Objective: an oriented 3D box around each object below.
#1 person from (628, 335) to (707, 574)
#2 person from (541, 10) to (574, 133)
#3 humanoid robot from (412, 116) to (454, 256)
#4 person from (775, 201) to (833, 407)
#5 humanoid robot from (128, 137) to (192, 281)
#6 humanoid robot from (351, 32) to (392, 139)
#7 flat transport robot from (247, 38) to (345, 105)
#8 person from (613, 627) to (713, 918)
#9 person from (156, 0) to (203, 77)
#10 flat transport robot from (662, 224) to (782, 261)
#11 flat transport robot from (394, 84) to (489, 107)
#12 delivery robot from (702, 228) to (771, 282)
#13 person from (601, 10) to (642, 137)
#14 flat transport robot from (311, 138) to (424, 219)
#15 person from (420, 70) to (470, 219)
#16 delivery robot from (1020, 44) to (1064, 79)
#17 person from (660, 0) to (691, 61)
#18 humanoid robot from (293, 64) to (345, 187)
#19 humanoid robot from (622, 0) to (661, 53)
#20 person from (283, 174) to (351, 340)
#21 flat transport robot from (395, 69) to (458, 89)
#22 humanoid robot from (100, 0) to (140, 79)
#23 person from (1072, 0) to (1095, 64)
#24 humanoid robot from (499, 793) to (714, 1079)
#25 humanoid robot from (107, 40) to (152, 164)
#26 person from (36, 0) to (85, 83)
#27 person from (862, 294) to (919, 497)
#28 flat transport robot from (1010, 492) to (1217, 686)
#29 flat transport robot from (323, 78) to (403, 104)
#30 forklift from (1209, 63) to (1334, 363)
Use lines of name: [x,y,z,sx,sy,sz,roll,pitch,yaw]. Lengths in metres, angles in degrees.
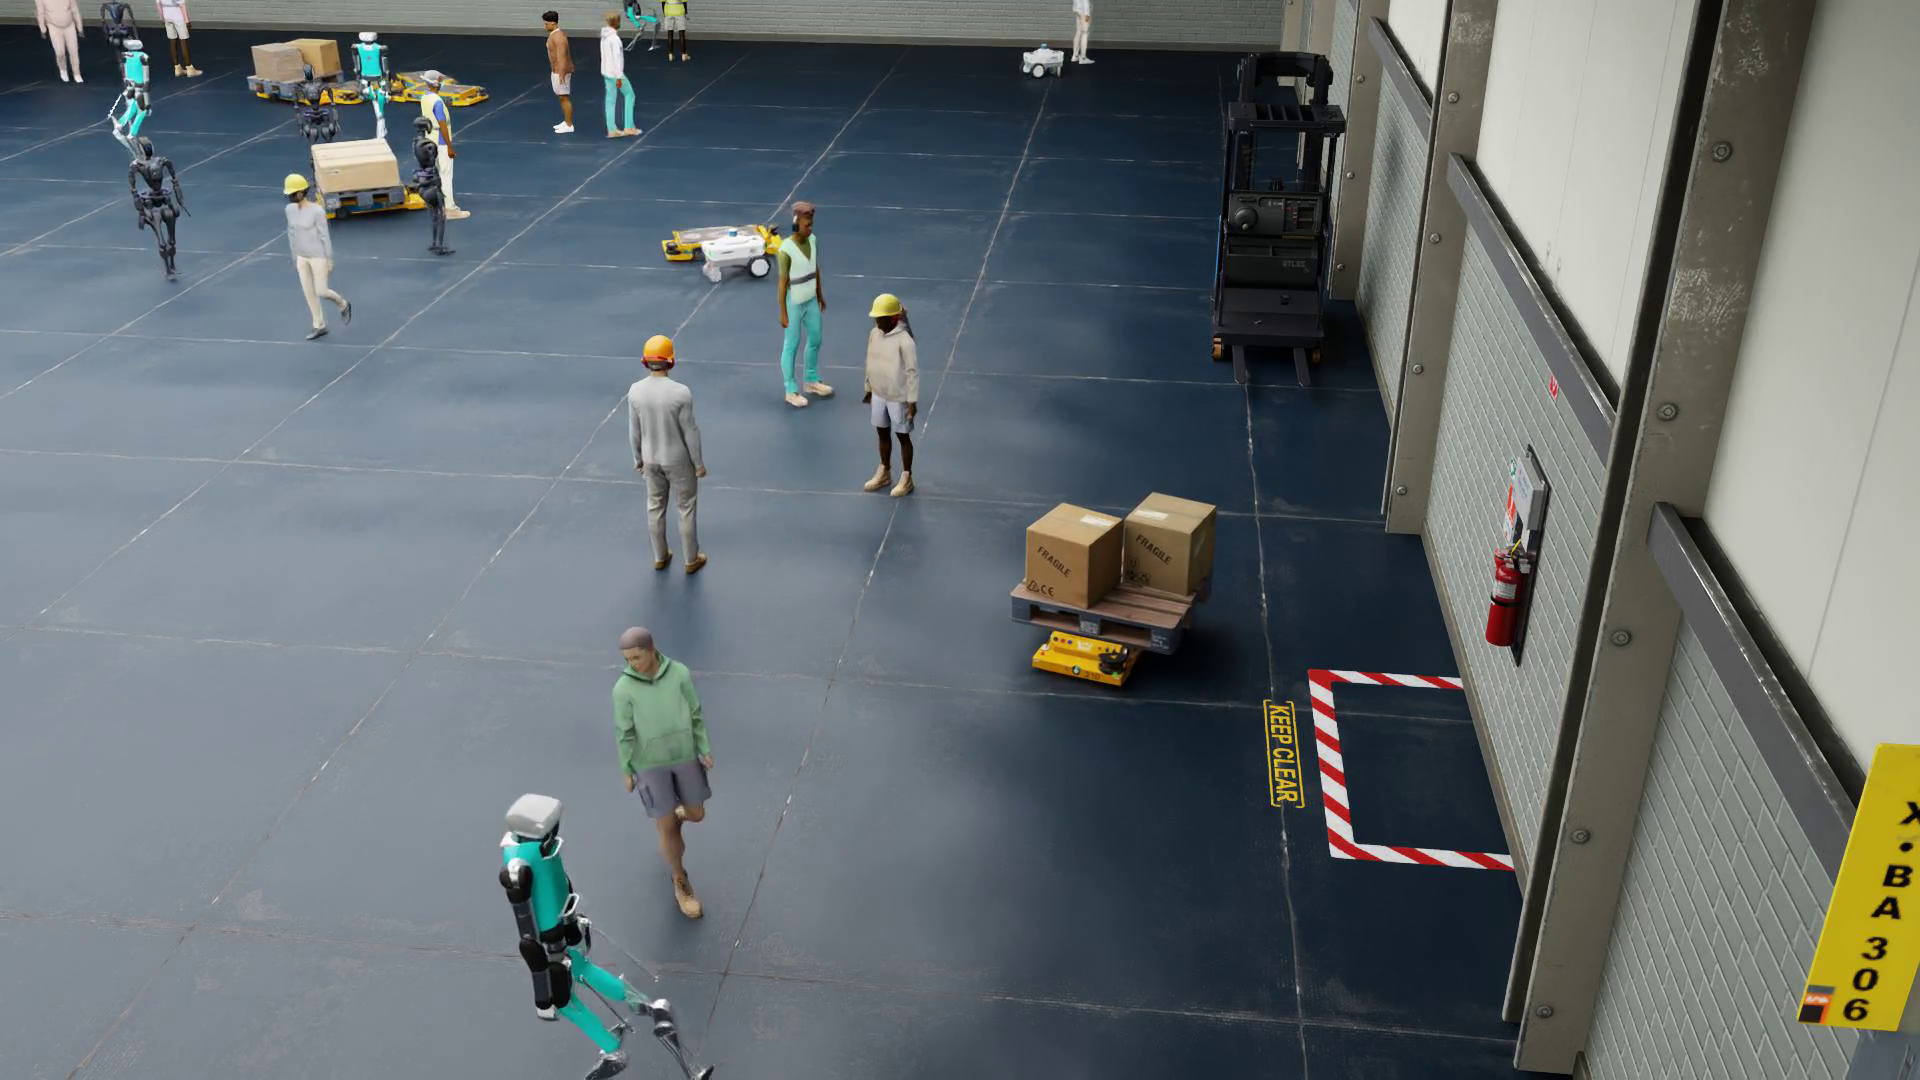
person: [-2.215,-0.632,12.601,0.590,1.884,0.395,7,27,13]
person: [-6.250,-7.333,26.024,0.419,1.843,0.788,-11,29,-20]
humanoid robot: [-6.430,-4.306,20.164,0.323,1.643,0.585,-19,32,-33]
person: [-1.512,-2.256,15.755,0.443,1.973,0.582,15,30,28]
humanoid robot: [-9.236,-3.849,19.264,0.583,1.642,0.590,22,34,36]
humanoid robot: [-8.825,-6.847,25.194,0.561,1.730,1.055,-3,27,-6]
flat transport robot: [-11.258,-7.642,28.395,1.431,0.231,0.659,15,30,27]
person: [-1.608,1.218,9.094,0.496,1.703,0.609,-13,29,-24]
person: [-14.090,-9.375,29.885,0.604,2.036,0.385,9,28,18]
flat transport robot: [-2.915,-3.652,20.429,1.431,0.231,0.659,-6,27,-13]
flat transport robot: [-8.805,-7.559,28.228,1.431,0.231,0.659,8,28,15]
delivery robot: [-2.633,-3.360,19.513,0.764,0.582,0.499,-11,29,-21]
person: [-5.255,-7.193,25.690,0.662,1.888,0.485,-20,33,-34]
flat transport robot: [-7.918,-4.494,22.110,1.431,0.231,0.659,-12,29,-22]
person: [-6.722,-5.108,21.527,0.400,1.893,0.520,-20,33,-34]
delivery robot: [1.494,-8.655,30.106,0.772,0.601,0.525,-12,29,-22]
person: [-5.354,-9.879,31.266,0.534,1.696,0.318,4,27,8]
humanoid robot: [-8.868,-5.746,23.033,0.600,1.656,0.332,-11,28,-20]
humanoid robot: [-6.095,-10.126,31.715,1.022,1.709,0.548,-19,32,-33]
person: [-6.771,-2.988,17.444,0.536,1.746,0.480,11,28,20]
flat transport robot: [-9.319,-7.992,29.093,0.659,0.231,1.431,-18,32,-32]
humanoid robot: [-14.783,-8.906,29.342,0.591,1.649,0.399,-3,27,-7]
person: [2.288,-9.861,31.041,0.403,1.871,0.513,-9,28,-18]
humanoid robot: [-1.555,1.956,7.620,0.946,1.781,0.549,2,27,3]
humanoid robot: [-12.021,-6.252,24.037,0.536,1.806,0.823,14,30,26]
person: [-15.817,-9.007,29.305,0.694,1.887,0.498,-19,32,-33]
person: [-0.565,-1.222,13.909,0.554,1.761,0.406,19,32,33]
flat transport robot: [1.082,0.580,11.981,0.659,0.231,1.431,11,29,21]
flat transport robot: [-10.277,-7.713,28.535,0.659,0.231,1.431,9,28,17]
forklift: [3.241,-3.477,17.183,1.129,2.768,1.873,3,27,6]
